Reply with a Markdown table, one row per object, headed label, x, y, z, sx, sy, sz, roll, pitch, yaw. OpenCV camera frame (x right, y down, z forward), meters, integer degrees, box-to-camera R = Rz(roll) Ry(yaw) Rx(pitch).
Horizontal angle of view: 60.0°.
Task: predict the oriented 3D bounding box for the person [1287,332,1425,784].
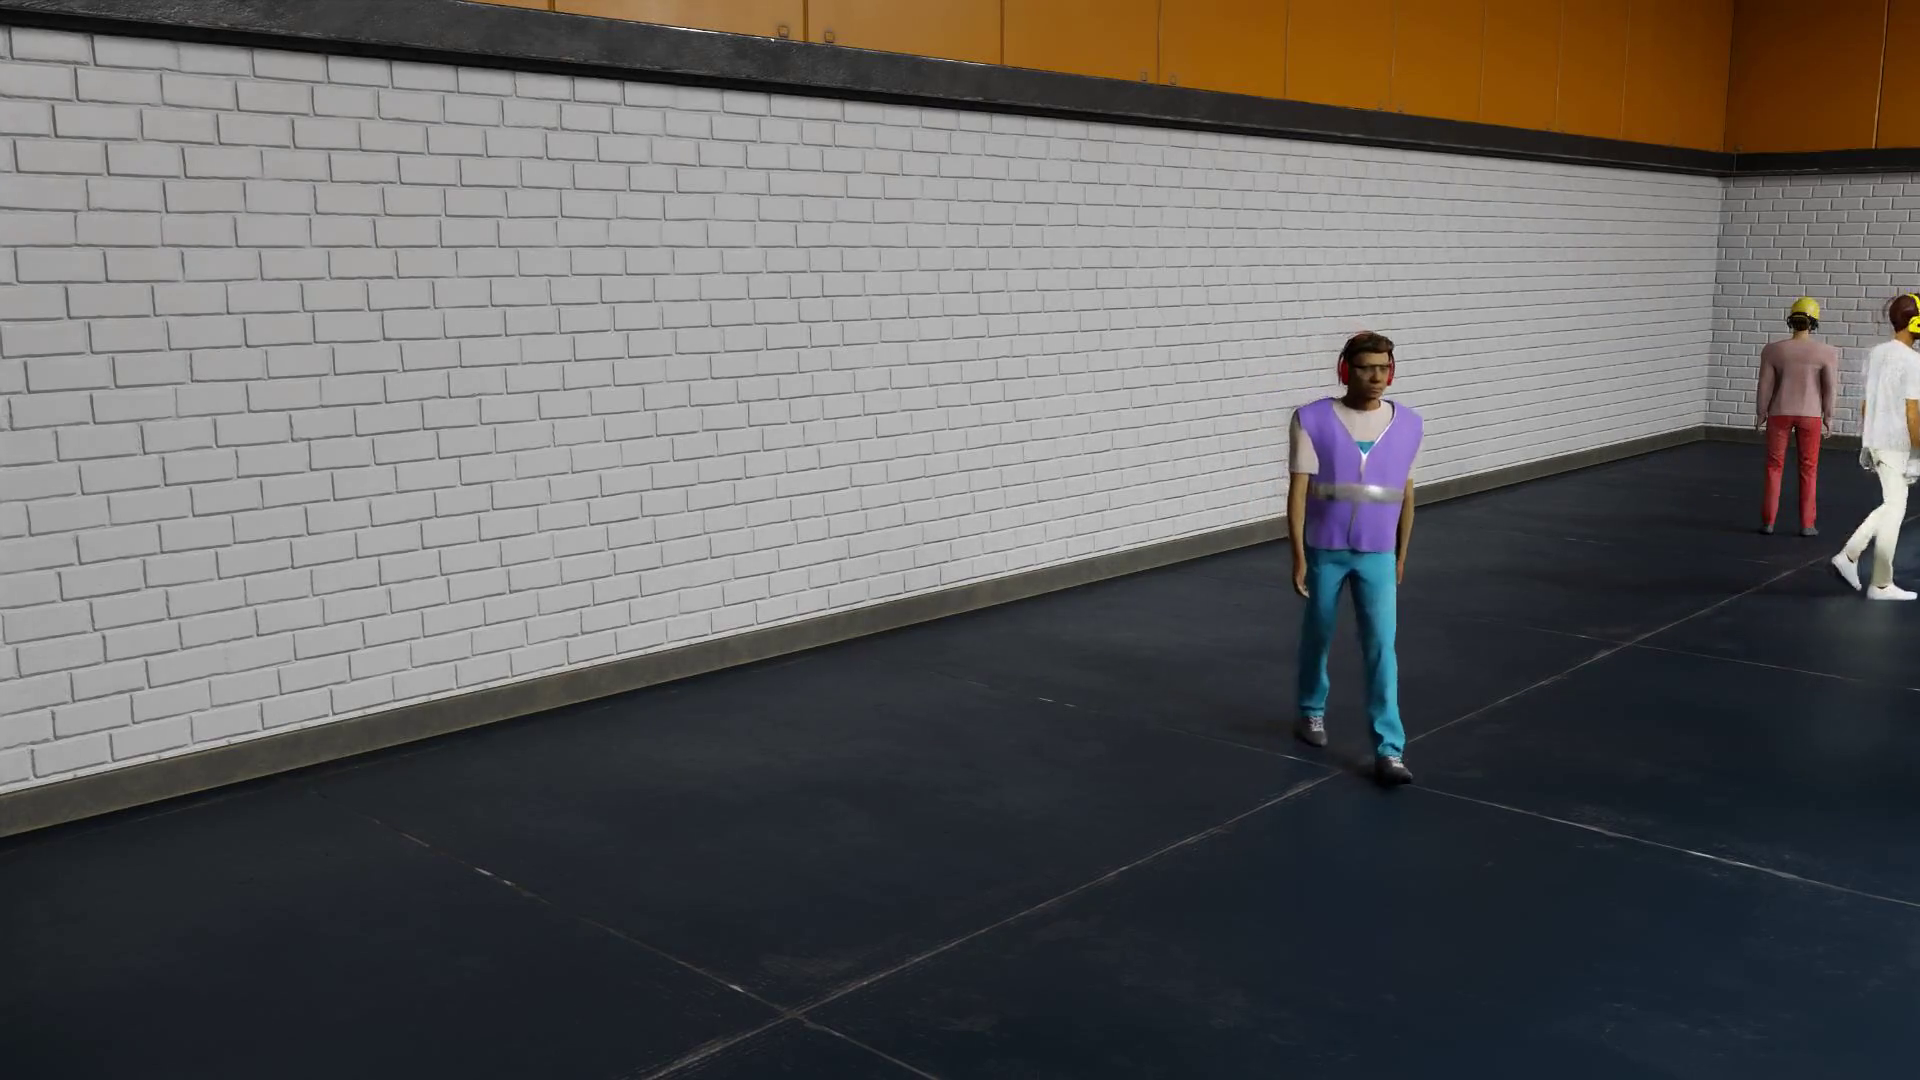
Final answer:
| label | x | y | z | sx | sy | sz | roll | pitch | yaw |
| --- | --- | --- | --- | --- | --- | --- | --- | --- | --- |
| person | 1.607 | 0.051 | 6.809 | 0.570 | 1.794 | 0.988 | 0 | 10 | -1 |

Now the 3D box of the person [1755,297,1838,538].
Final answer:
| label | x | y | z | sx | sy | sz | roll | pitch | yaw |
| --- | --- | --- | --- | --- | --- | --- | --- | --- | --- |
| person | 6.176 | -0.903 | 12.306 | 0.532 | 1.767 | 0.328 | 6 | 11 | 29 |

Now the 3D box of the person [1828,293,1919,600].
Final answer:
| label | x | y | z | sx | sy | sz | roll | pitch | yaw |
| --- | --- | --- | --- | --- | --- | --- | --- | --- | --- |
| person | 5.613 | -0.547 | 10.004 | 0.411 | 1.860 | 0.544 | 0 | 10 | -1 |
